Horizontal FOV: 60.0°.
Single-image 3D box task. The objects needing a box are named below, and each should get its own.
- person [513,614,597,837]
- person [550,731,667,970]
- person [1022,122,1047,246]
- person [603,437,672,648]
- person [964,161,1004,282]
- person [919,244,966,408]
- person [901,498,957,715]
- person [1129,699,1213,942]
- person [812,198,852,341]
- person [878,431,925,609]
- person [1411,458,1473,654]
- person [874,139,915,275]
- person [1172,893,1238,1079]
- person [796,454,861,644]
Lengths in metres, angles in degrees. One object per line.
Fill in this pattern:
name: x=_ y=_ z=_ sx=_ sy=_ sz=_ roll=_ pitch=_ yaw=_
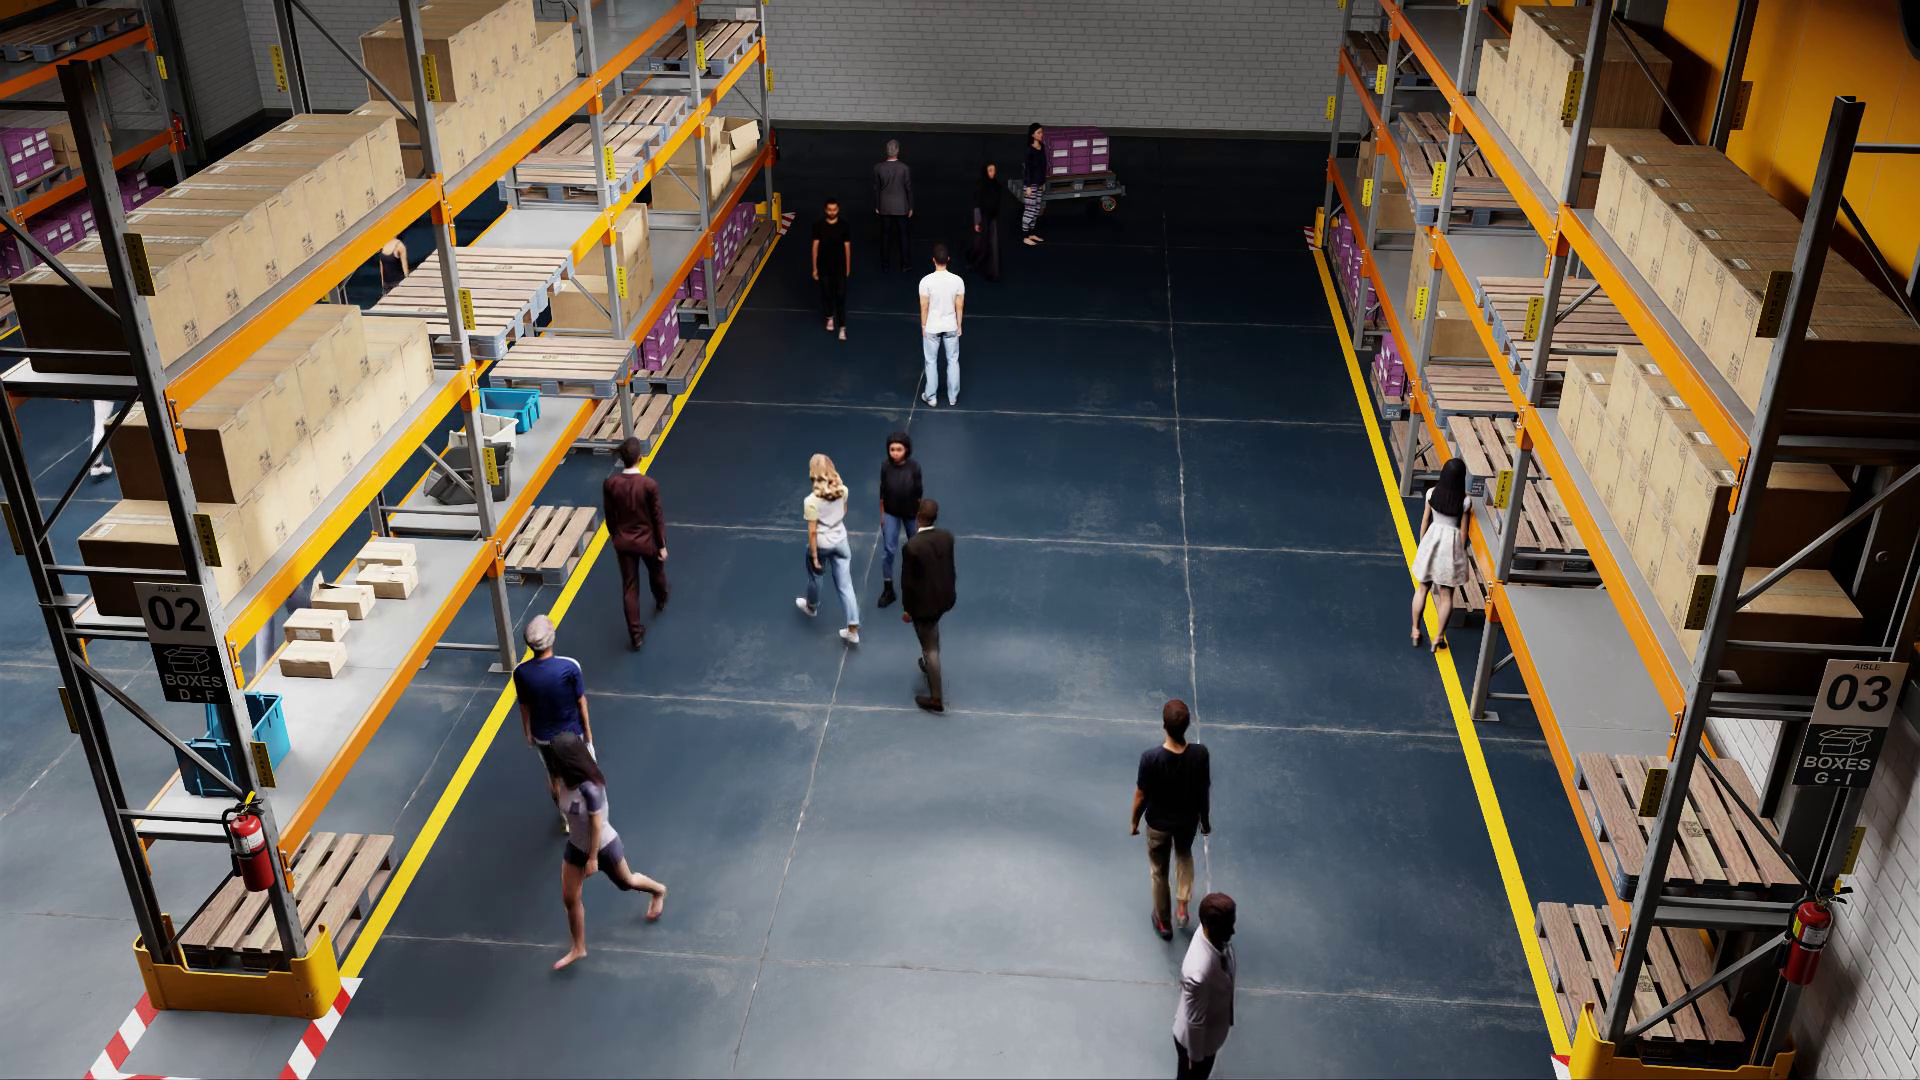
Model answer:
person: x=-2.846 y=1.395 z=11.767 sx=0.708 sy=1.824 sz=0.884 roll=-1 pitch=29 yaw=-3
person: x=-2.323 y=1.964 z=10.899 sx=1.032 sy=1.655 sz=1.208 roll=19 pitch=34 yaw=31
person: x=1.048 y=-5.110 z=23.786 sx=0.737 sy=1.734 sz=0.618 roll=18 pitch=34 yaw=30
person: x=-2.780 y=0.062 z=14.216 sx=0.713 sy=1.818 sz=1.127 roll=2 pitch=29 yaw=4
person: x=0.327 y=-4.338 z=22.522 sx=0.887 sy=1.589 sz=1.115 roll=-11 pitch=31 yaw=-19
person: x=-0.212 y=-2.408 z=18.699 sx=0.738 sy=1.861 sz=0.683 roll=-7 pitch=29 yaw=-12
person: x=-0.182 y=0.538 z=13.393 sx=1.009 sy=1.771 sz=0.963 roll=19 pitch=34 yaw=31
person: x=1.416 y=1.888 z=10.839 sx=0.756 sy=1.848 sz=0.731 roll=-6 pitch=29 yaw=-10
person: x=-1.611 y=-3.396 z=20.653 sx=0.719 sy=1.725 sz=1.047 roll=-2 pitch=29 yaw=-3
person: x=-0.504 y=-0.239 z=14.917 sx=0.622 sy=1.676 sz=0.774 roll=-2 pitch=29 yaw=-3
person: x=4.103 y=0.123 z=14.156 sx=0.774 sy=1.769 sz=0.795 roll=18 pitch=33 yaw=29
person: x=-0.896 y=-4.546 z=22.639 sx=0.710 sy=1.842 sz=0.595 roll=4 pitch=29 yaw=7
person: x=1.352 y=2.714 z=9.321 sx=0.789 sy=1.849 sz=0.605 roll=10 pitch=30 yaw=17
person: x=-1.057 y=0.105 z=14.287 sx=1.080 sy=1.675 sz=1.197 roll=-20 pitch=34 yaw=-32
